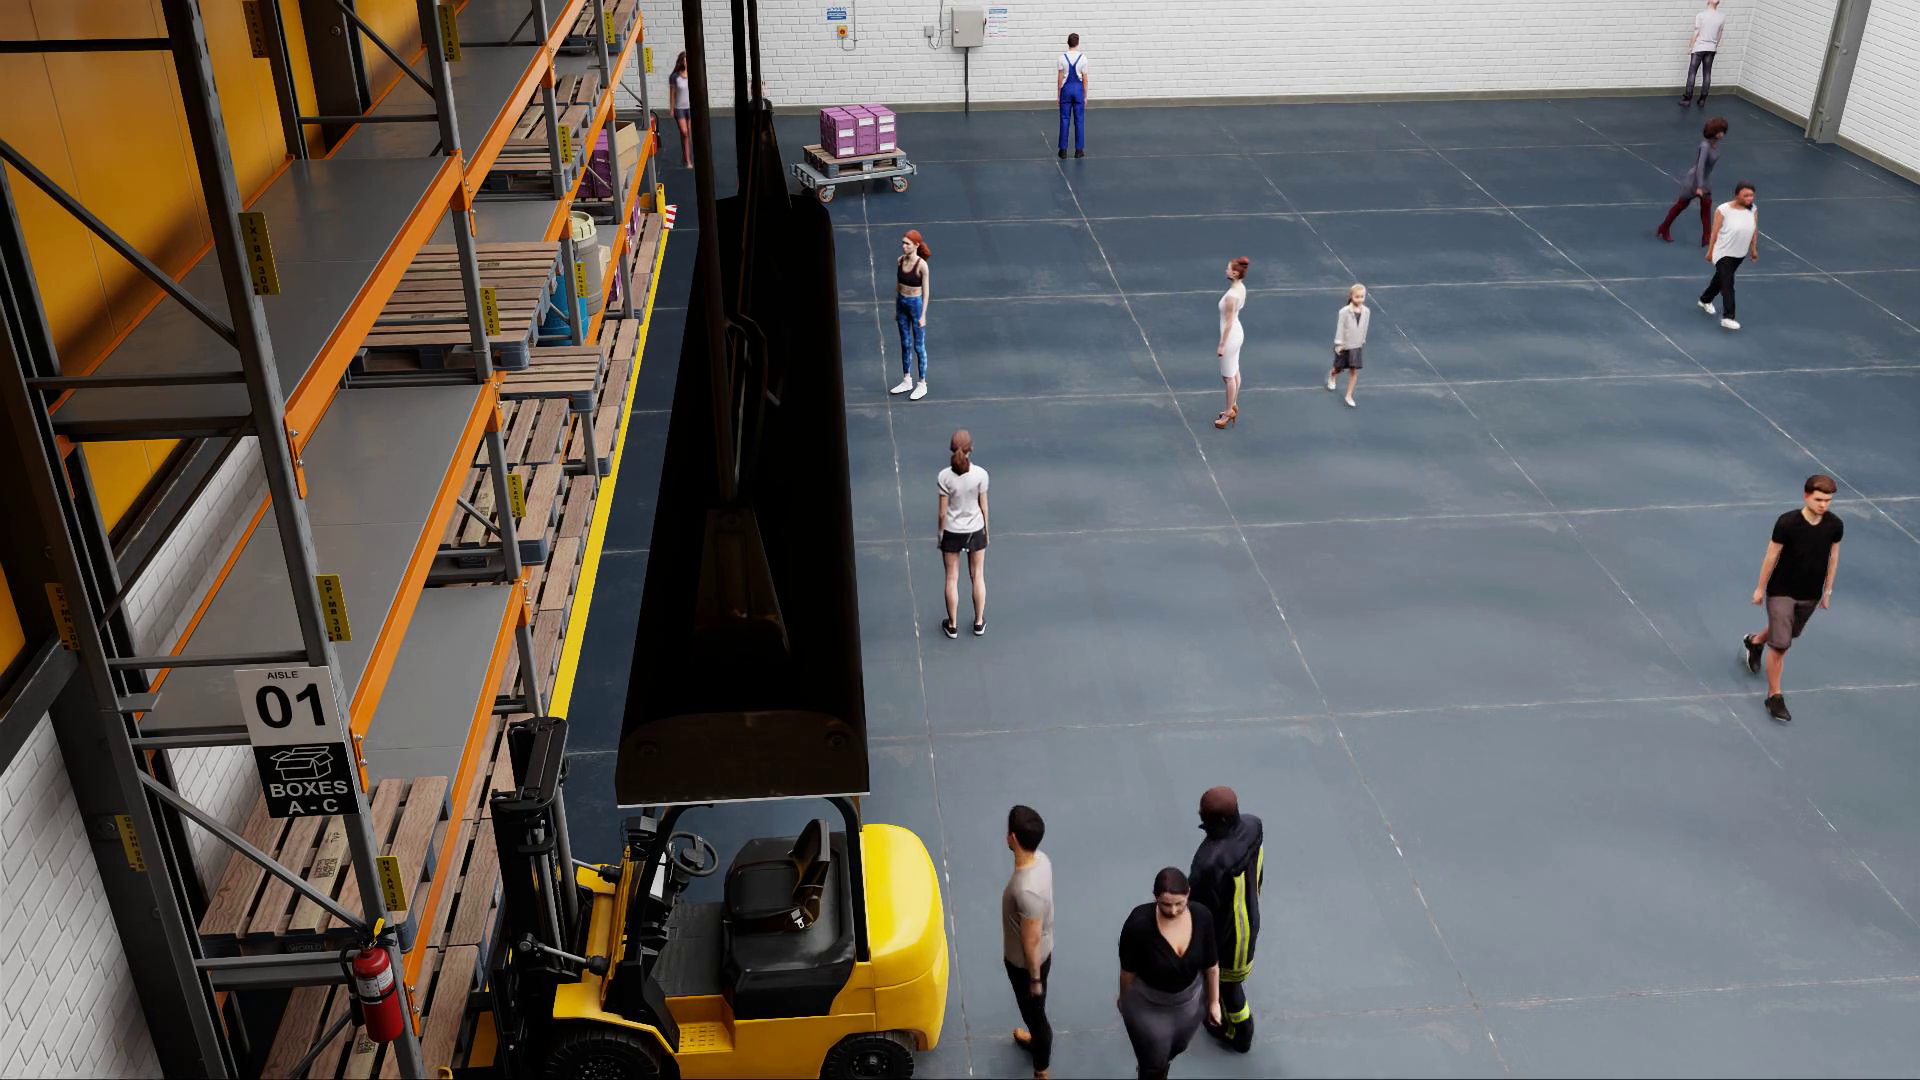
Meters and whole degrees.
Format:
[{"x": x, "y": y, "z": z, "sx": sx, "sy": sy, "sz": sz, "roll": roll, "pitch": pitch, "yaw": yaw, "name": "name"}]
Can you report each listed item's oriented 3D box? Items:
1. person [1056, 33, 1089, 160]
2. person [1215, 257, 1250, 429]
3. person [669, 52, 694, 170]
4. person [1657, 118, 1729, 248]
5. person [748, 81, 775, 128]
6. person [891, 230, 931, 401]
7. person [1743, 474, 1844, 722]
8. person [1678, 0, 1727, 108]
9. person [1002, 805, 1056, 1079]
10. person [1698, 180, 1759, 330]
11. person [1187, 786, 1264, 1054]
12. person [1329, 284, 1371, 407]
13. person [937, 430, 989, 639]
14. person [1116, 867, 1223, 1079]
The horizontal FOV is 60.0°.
[{"x": 1.686, "y": -6.735, "z": 25.189, "sx": 0.661, "sy": 1.849, "sz": 0.610, "roll": 2, "pitch": 29, "yaw": 3, "name": "person"}, {"x": 2.699, "y": -1.965, "z": 16.504, "sx": 0.691, "sy": 1.792, "sz": 0.560, "roll": 11, "pitch": 30, "yaw": 19, "name": "person"}, {"x": -4.139, "y": -6.423, "z": 24.779, "sx": 0.811, "sy": 1.692, "sz": 0.966, "roll": -15, "pitch": 32, "yaw": -25, "name": "person"}, {"x": 9.466, "y": -4.639, "z": 21.525, "sx": 1.127, "sy": 1.678, "sz": 0.984, "roll": 25, "pitch": 37, "yaw": 38, "name": "person"}, {"x": -2.810, "y": -5.559, "z": 23.193, "sx": 0.830, "sy": 1.694, "sz": 0.904, "roll": -23, "pitch": 36, "yaw": -36, "name": "person"}, {"x": -0.502, "y": -2.338, "z": 17.194, "sx": 0.692, "sy": 1.785, "sz": 0.750, "roll": 20, "pitch": 35, "yaw": 32, "name": "person"}, {"x": 6.109, "y": 0.332, "z": 12.250, "sx": 0.731, "sy": 1.833, "sz": 1.187, "roll": 0, "pitch": 29, "yaw": -1, "name": "person"}, {"x": 12.500, "y": -8.230, "z": 27.946, "sx": 0.652, "sy": 1.832, "sz": 0.581, "roll": -1, "pitch": 29, "yaw": -2, "name": "person"}, {"x": 0.404, "y": 2.245, "z": 8.895, "sx": 0.869, "sy": 1.687, "sz": 0.523, "roll": -4, "pitch": 29, "yaw": -7, "name": "person"}, {"x": 8.838, "y": -3.326, "z": 19.144, "sx": 0.817, "sy": 1.652, "sz": 1.147, "roll": -8, "pitch": 30, "yaw": -14, "name": "person"}, {"x": 1.498, "y": 2.098, "z": 9.059, "sx": 1.059, "sy": 1.787, "sz": 0.993, "roll": 22, "pitch": 36, "yaw": 34, "name": "person"}, {"x": 4.013, "y": -2.050, "z": 17.209, "sx": 0.492, "sy": 1.263, "sz": 0.769, "roll": -3, "pitch": 29, "yaw": -6, "name": "person"}, {"x": 0.020, "y": -0.042, "z": 13.019, "sx": 0.553, "sy": 1.752, "sz": 0.539, "roll": -3, "pitch": 29, "yaw": -6, "name": "person"}, {"x": 1.026, "y": 2.345, "z": 8.666, "sx": 0.753, "sy": 1.731, "sz": 0.841, "roll": -9, "pitch": 30, "yaw": -16, "name": "person"}]
